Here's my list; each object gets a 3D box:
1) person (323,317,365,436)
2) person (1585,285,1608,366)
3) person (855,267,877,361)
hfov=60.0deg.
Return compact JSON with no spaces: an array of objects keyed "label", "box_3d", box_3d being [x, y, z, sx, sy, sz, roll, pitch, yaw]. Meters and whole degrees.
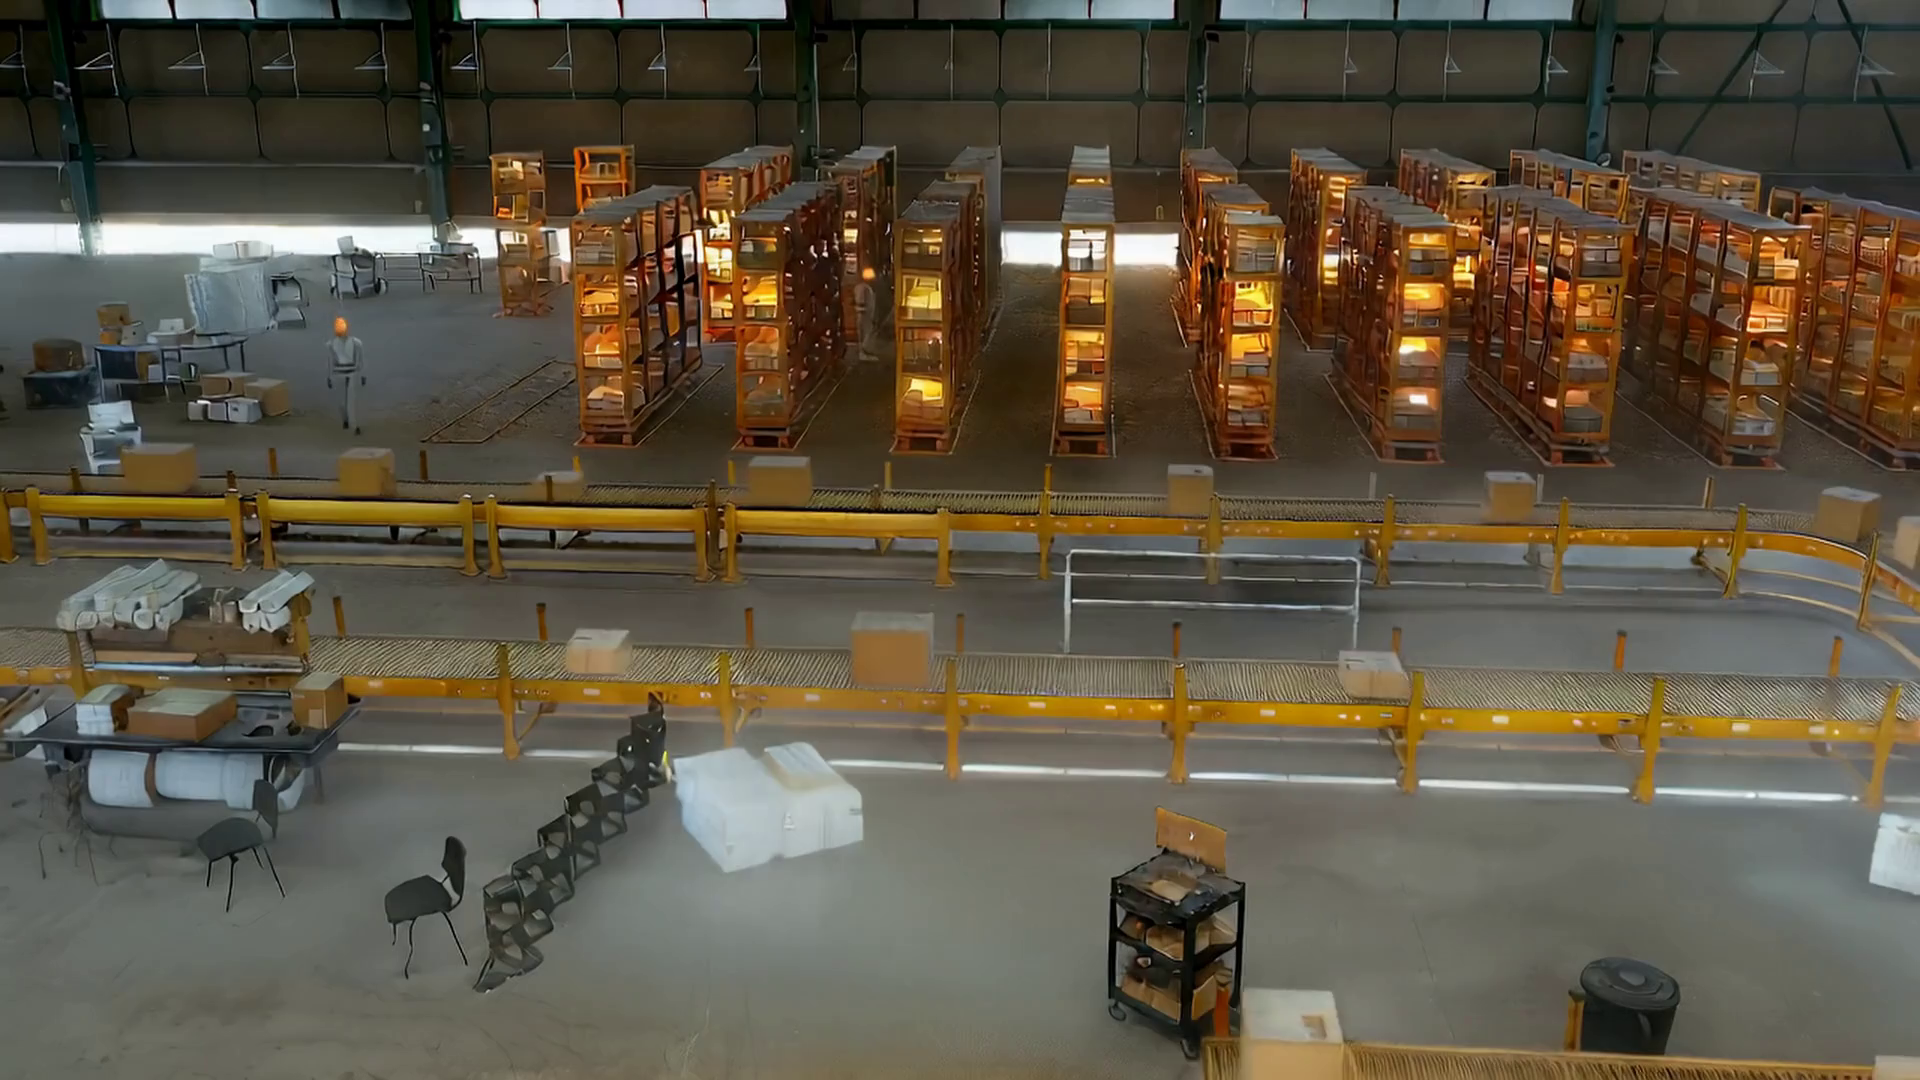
[{"label":"person","box_3d":[-9.978,-2.690,26.977,0.624,1.918,0.905,-8,19,-23]},{"label":"person","box_3d":[11.879,-4.042,31.433,0.908,1.791,0.606,-7,19,-21]},{"label":"person","box_3d":[-1.832,-4.433,32.656,0.414,1.821,0.605,-11,20,-30]}]
